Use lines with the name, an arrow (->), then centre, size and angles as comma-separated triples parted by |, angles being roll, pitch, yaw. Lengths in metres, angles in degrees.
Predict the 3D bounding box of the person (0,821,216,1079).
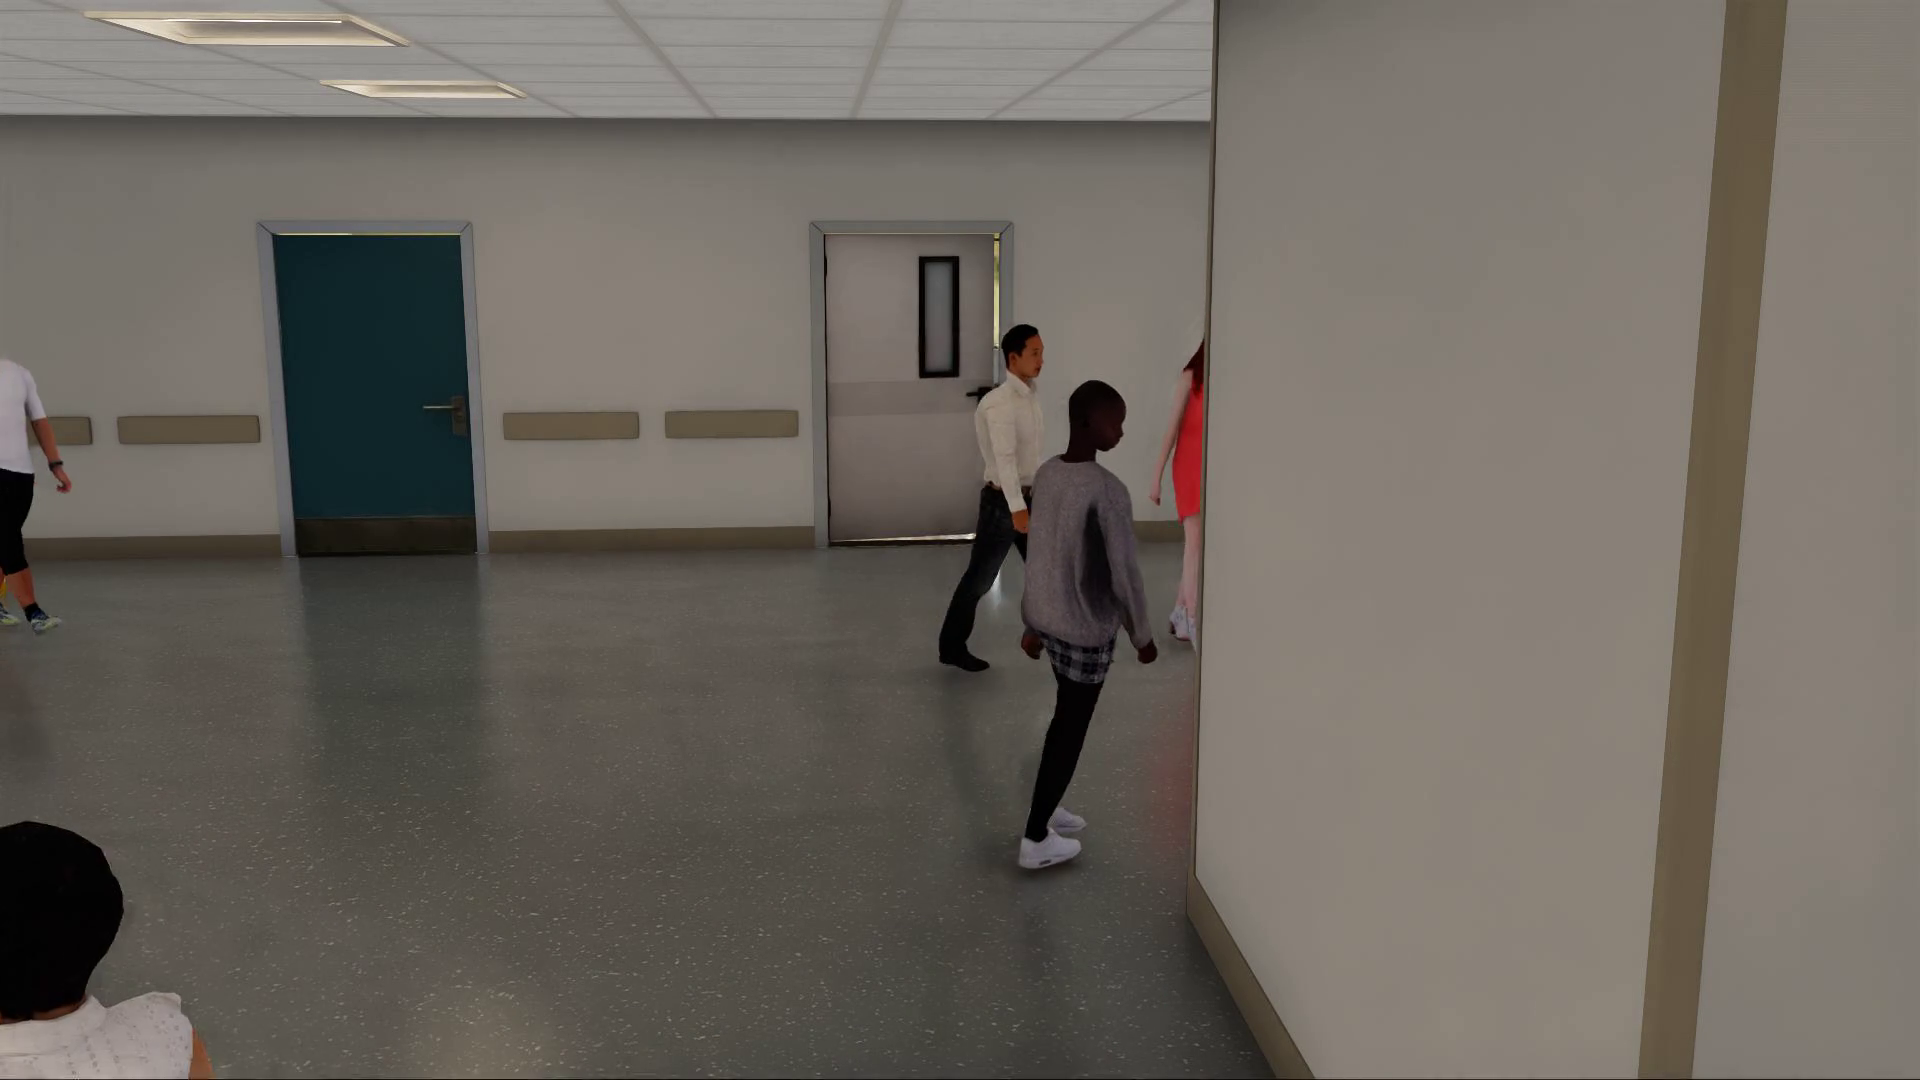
person -> -1.084, 1.127, 2.151 | 0.764, 1.544, 0.705 | 8, 13, 36

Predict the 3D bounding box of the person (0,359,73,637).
person -> -5.387, -0.358, 9.263 | 1.274, 1.808, 1.121 | 6, 12, 30

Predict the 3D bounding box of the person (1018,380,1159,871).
person -> 0.335, 0.340, 5.765 | 0.832, 1.742, 0.802 | -9, 14, -39

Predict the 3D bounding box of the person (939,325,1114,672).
person -> 0.165, -0.149, 8.306 | 1.266, 1.756, 1.068 | 6, 12, 27
